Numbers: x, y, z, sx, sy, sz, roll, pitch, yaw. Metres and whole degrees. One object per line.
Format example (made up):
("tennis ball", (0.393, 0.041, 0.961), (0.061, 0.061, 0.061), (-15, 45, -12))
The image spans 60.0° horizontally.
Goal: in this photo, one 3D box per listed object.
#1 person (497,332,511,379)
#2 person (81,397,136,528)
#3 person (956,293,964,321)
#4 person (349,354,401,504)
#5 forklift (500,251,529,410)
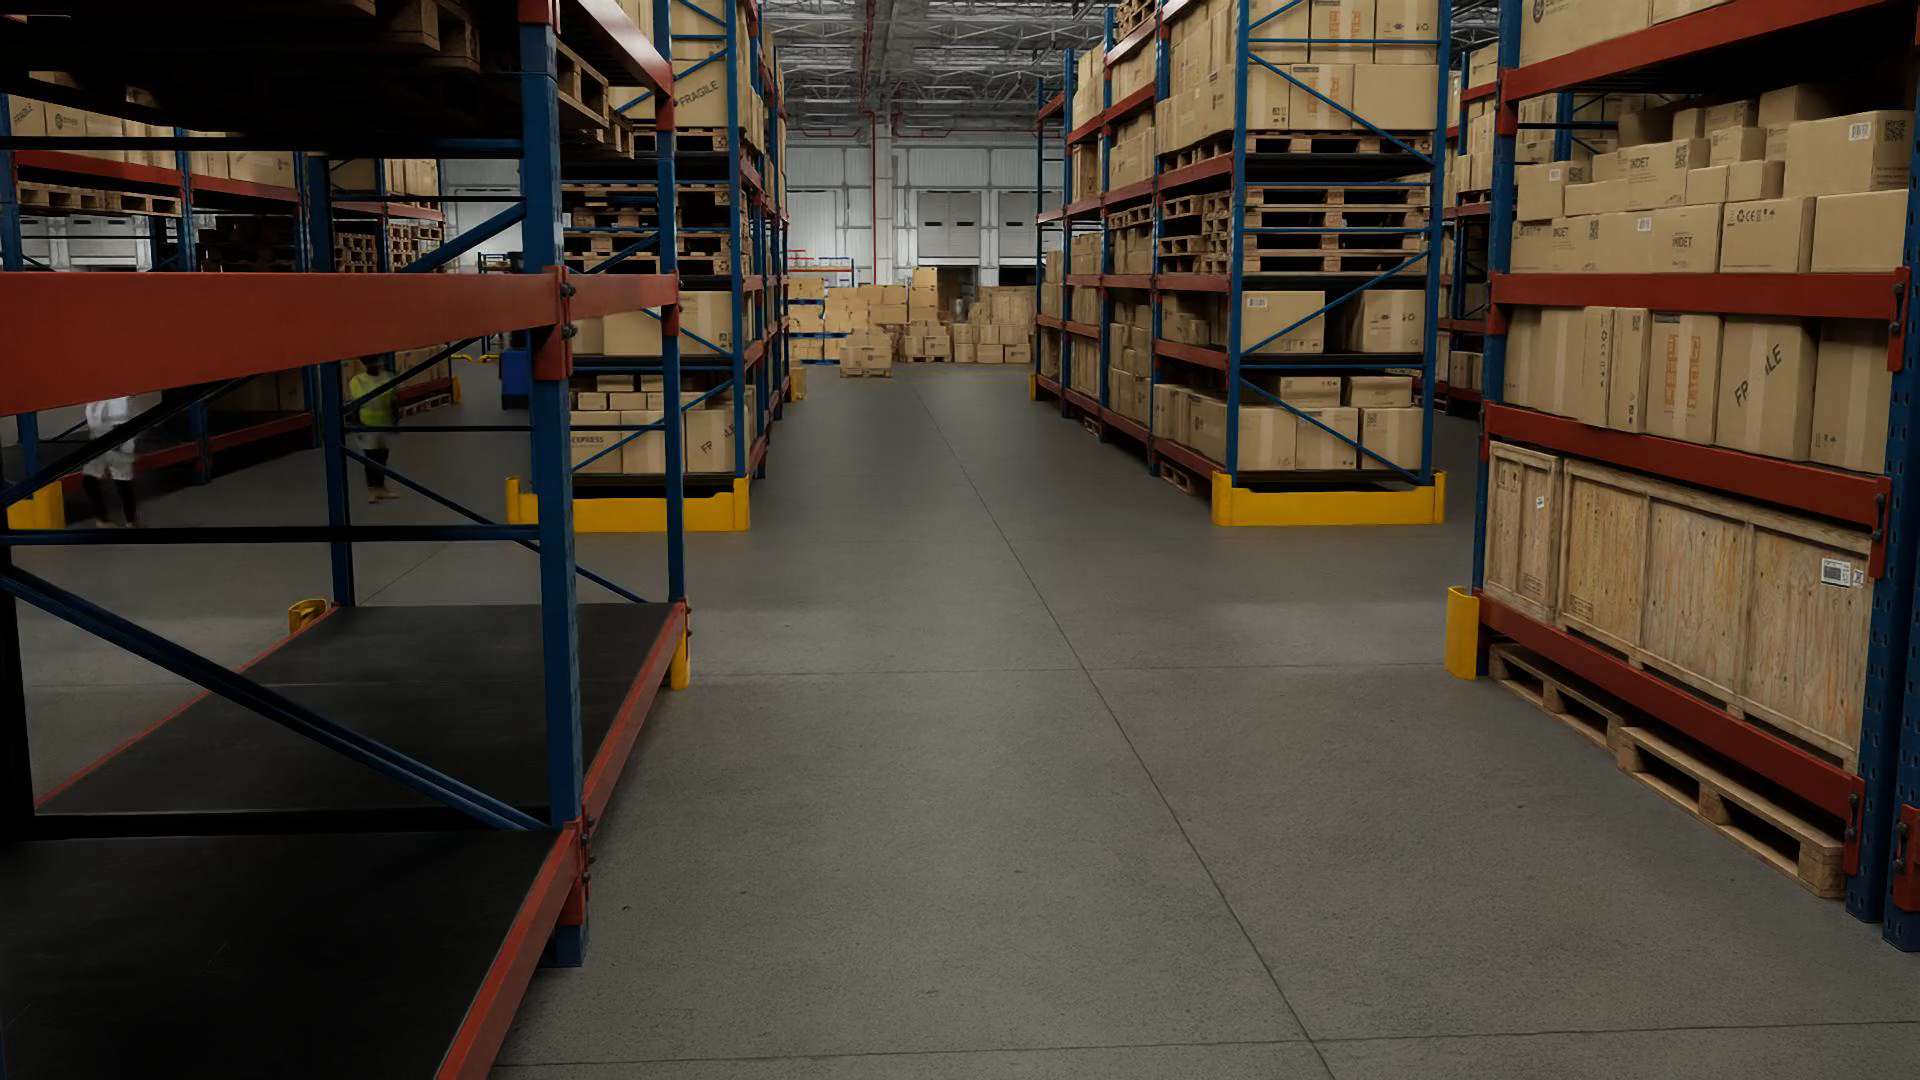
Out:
("person", (-10.375, -4.605, 38.142), (0.707, 1.920, 0.611), (2, 9, 12))
("person", (-7.659, -0.791, 14.867), (0.539, 1.680, 0.542), (5, 10, 27))
("person", (0.033, -9.895, 72.199), (0.507, 1.621, 0.543), (-2, 9, -10))
("person", (-6.184, -1.218, 17.601), (0.385, 1.664, 0.609), (7, 11, 36))
("forklift", (-7.568, -3.771, 29.811), (1.129, 2.768, 1.873), (-1, 9, -4))
